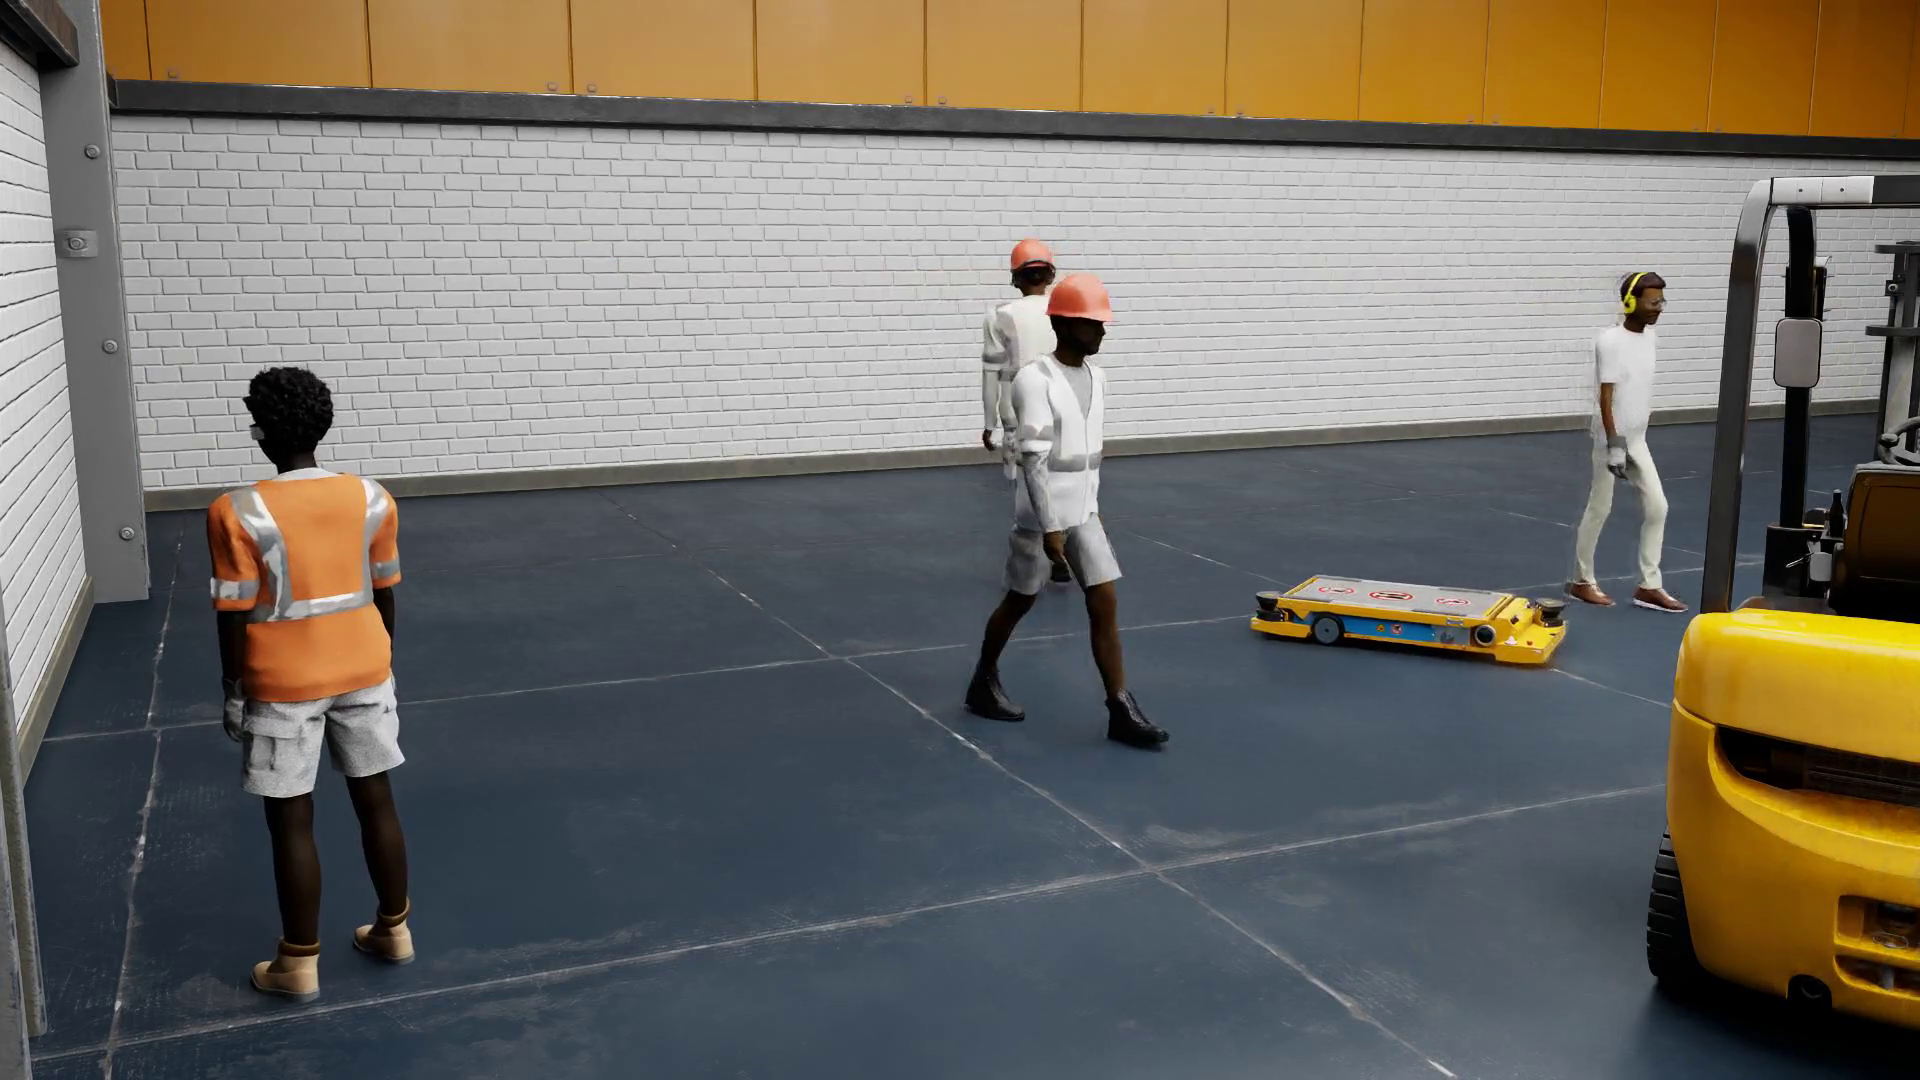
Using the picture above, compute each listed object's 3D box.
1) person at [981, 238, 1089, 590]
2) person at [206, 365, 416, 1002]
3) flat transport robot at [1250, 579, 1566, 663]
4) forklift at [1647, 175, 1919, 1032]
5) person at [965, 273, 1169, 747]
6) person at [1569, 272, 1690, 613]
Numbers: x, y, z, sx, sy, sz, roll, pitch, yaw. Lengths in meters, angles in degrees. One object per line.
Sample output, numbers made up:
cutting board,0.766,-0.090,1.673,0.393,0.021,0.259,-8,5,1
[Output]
person,0.414,-0.711,9.566,0.602,2.025,0.419,-2,10,-11
person,-1.736,0.379,4.482,0.321,1.691,0.531,8,13,39
flat transport robot,2.256,0.380,8.384,1.431,0.197,0.652,6,12,28
forklift,2.810,0.094,4.662,1.214,2.155,2.313,7,12,34
person,0.391,-0.127,6.750,0.551,1.894,0.985,-10,14,-42
person,3.653,-0.511,8.983,0.533,1.838,0.788,-6,12,-29
